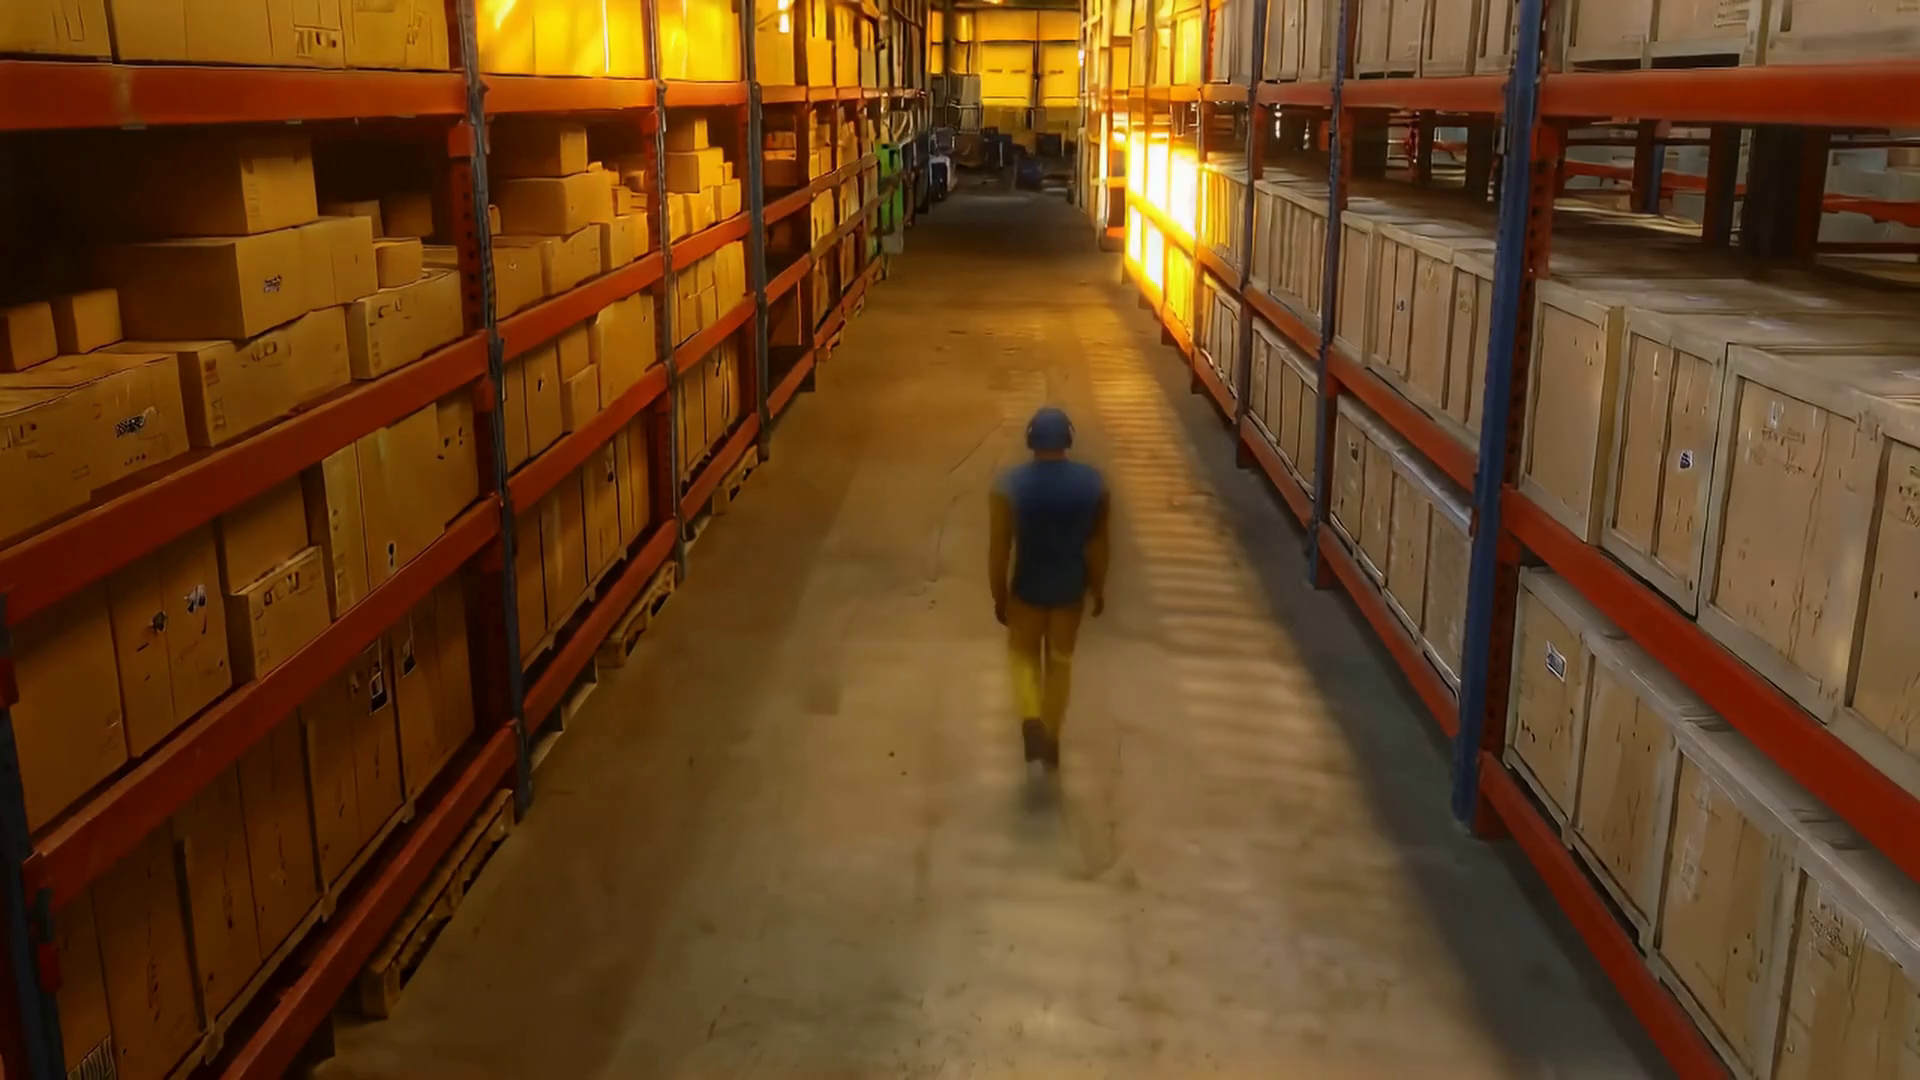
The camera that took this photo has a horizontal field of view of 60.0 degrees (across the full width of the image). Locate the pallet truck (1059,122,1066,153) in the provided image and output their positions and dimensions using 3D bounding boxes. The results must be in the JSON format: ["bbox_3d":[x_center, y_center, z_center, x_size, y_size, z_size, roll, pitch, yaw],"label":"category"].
[{"bbox_3d":[5.788,-21.111,88.014,1.885,1.965,0.823,5,16,18],"label":"pallet truck"}]

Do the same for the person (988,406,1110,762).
[{"bbox_3d":[0.465,0.261,8.639,0.633,1.923,0.586,-1,15,-3],"label":"person"}]

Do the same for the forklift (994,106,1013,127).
[{"bbox_3d":[2.160,-20.364,83.558,1.129,2.768,1.873,-7,17,-25],"label":"forklift"}]

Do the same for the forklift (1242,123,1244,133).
[{"bbox_3d":[11.142,-15.084,63.914,1.129,2.768,1.873,0,15,2],"label":"forklift"}]
